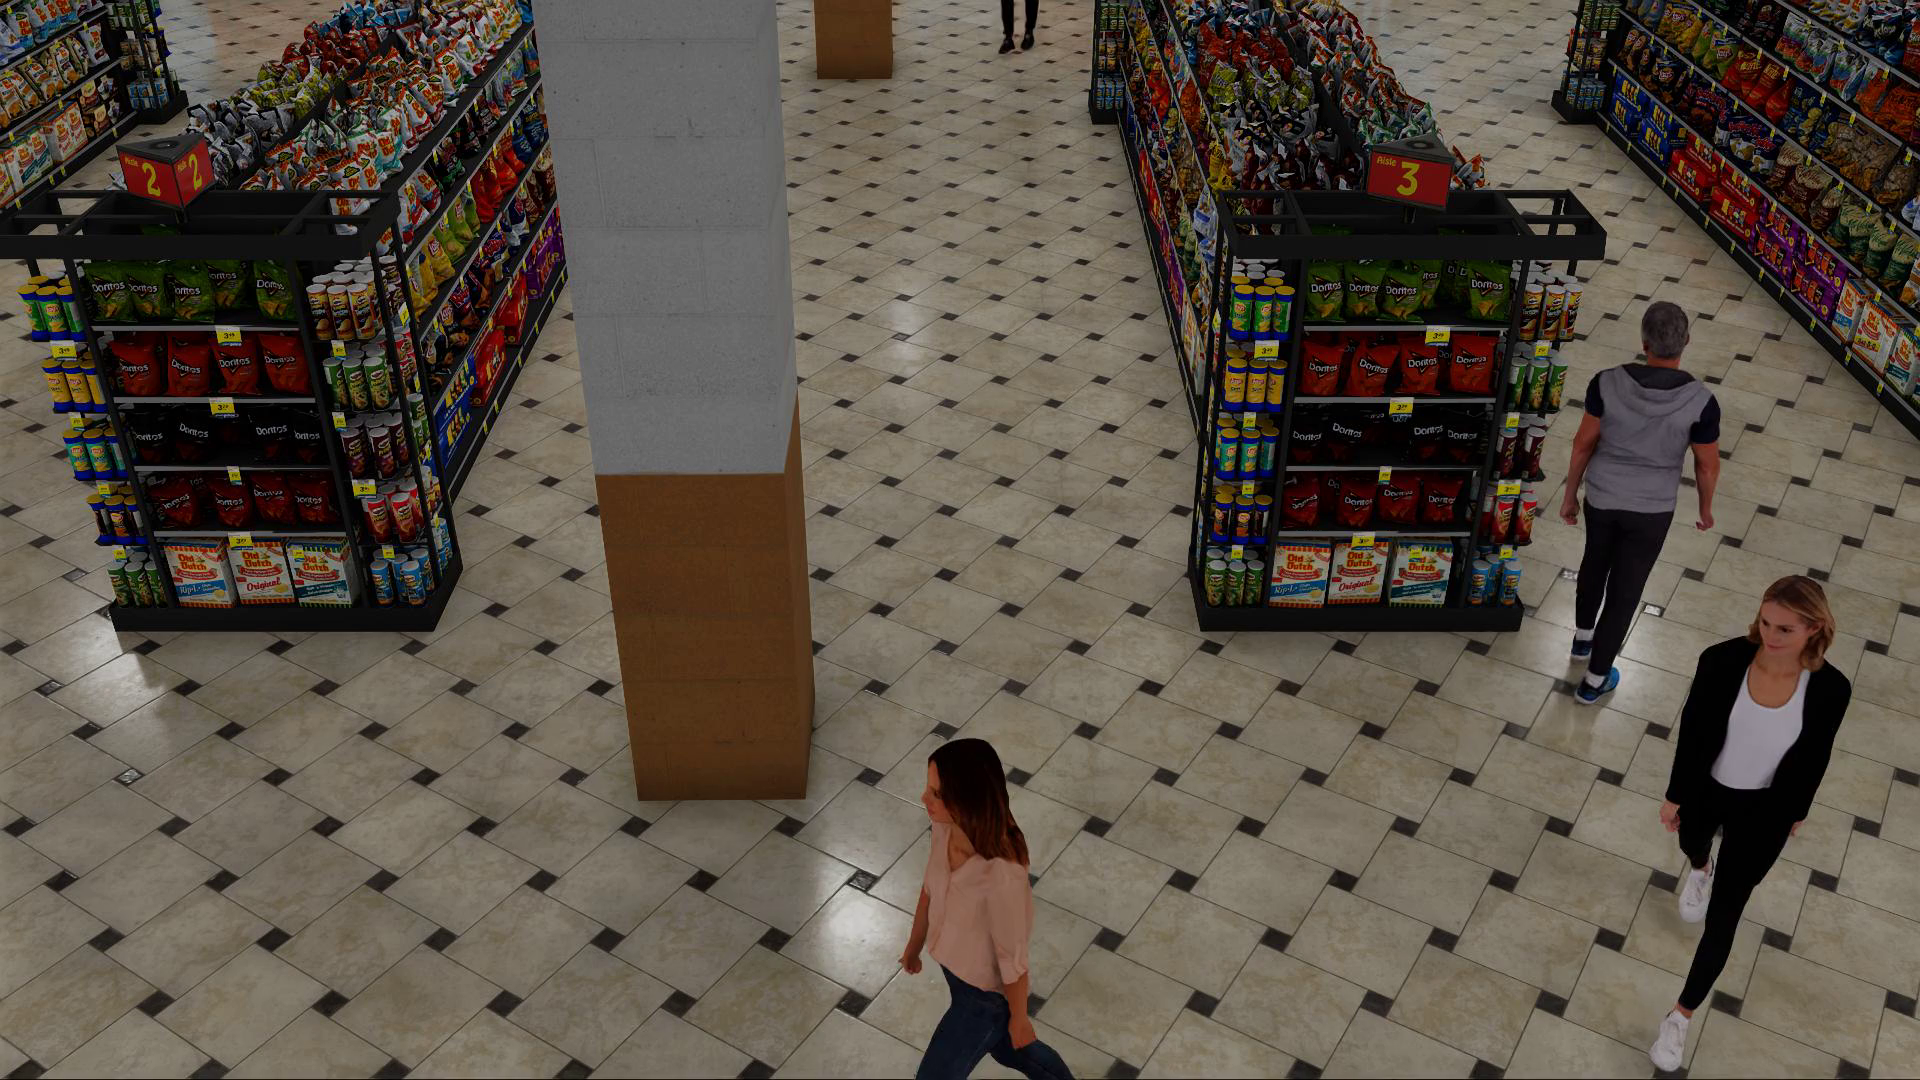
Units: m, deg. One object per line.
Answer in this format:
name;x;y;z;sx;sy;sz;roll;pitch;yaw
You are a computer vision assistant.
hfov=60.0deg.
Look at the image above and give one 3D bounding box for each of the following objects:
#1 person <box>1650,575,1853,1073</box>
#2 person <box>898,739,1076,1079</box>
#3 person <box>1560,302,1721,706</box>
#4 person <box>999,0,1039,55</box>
person;2.605;0.839;5.618;1.069;1.751;1.314;18;36;26
person;0.142;1.288;4.908;0.941;1.739;1.165;-11;34;-17
person;2.793;-0.099;7.072;0.934;1.806;0.988;25;40;34
person;0.634;-5.627;15.971;0.803;1.793;0.974;7;33;11
